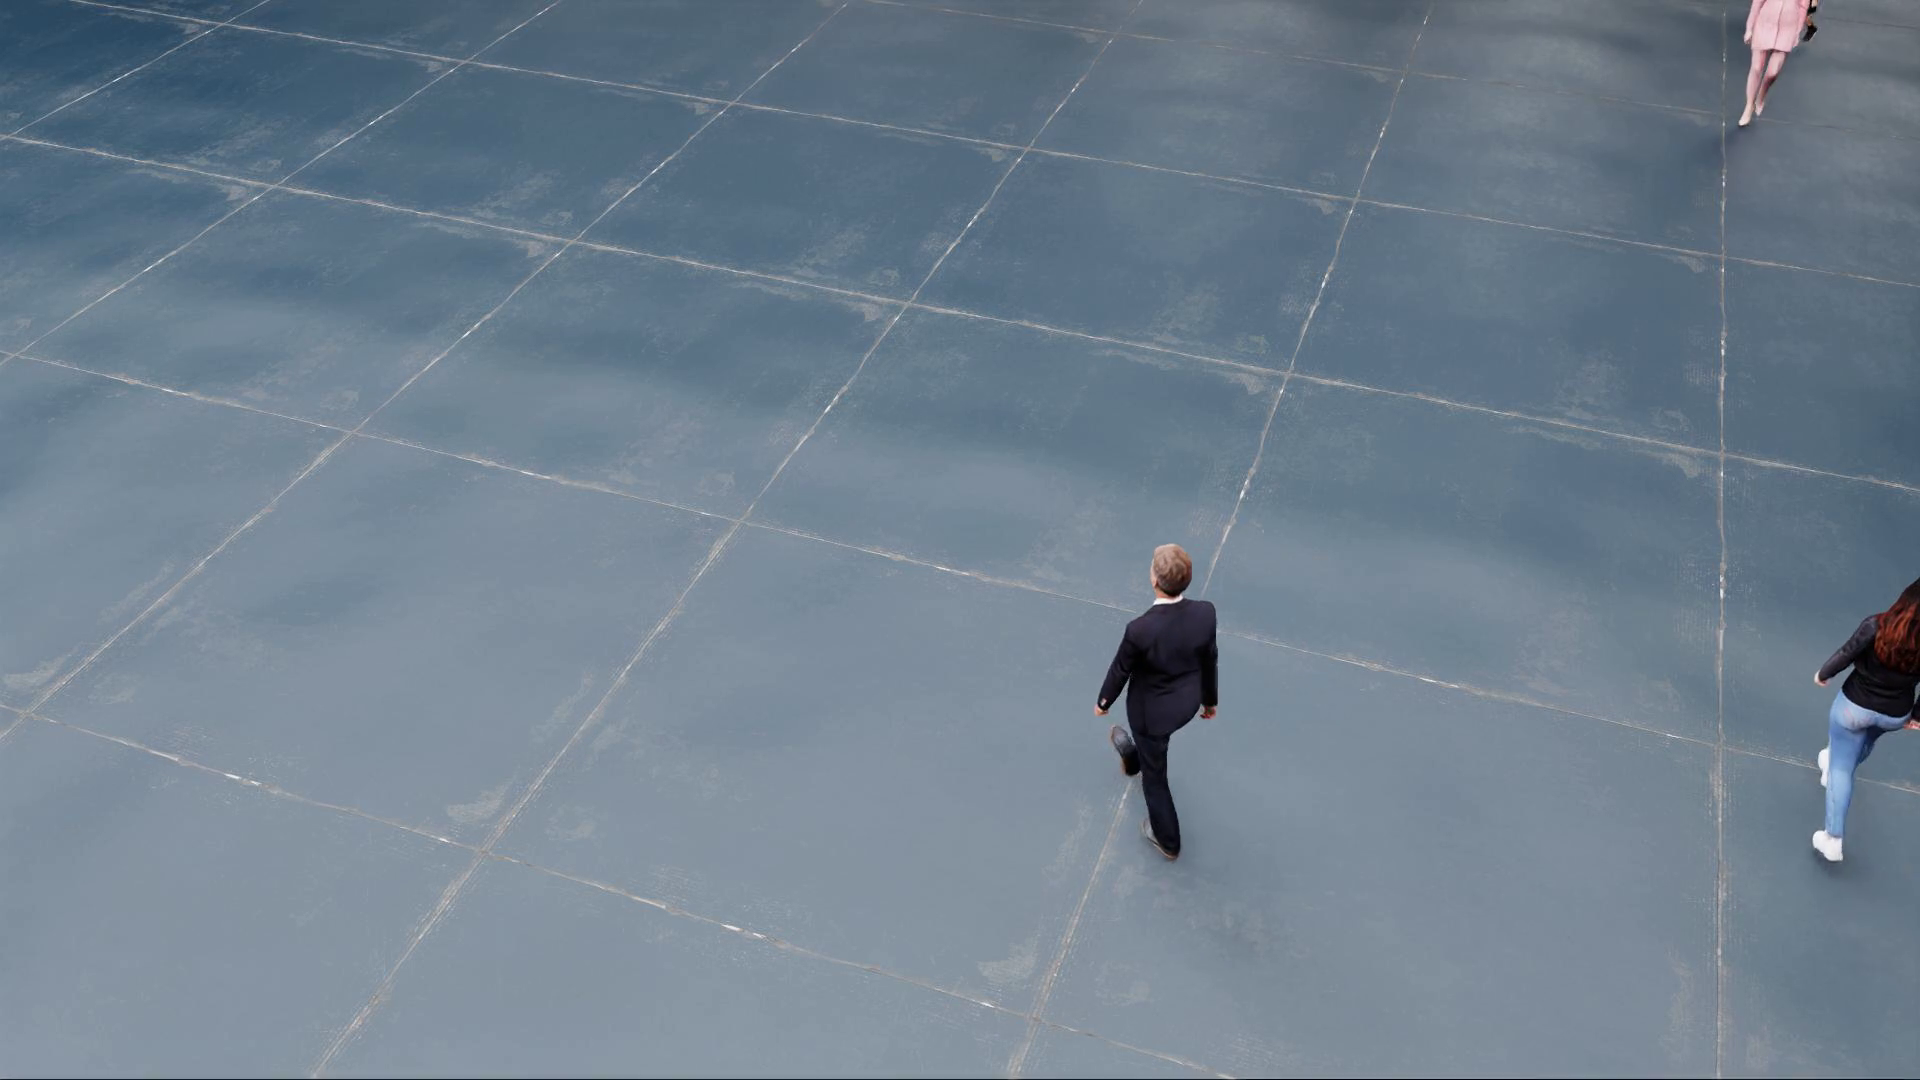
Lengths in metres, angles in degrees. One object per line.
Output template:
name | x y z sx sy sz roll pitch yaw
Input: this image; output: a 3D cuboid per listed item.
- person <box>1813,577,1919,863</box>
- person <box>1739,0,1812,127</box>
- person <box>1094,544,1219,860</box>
person | 4.519 0.885 8.232 0.740 1.597 1.121 8 39 11
person | 7.461 -4.677 15.187 0.683 1.787 0.709 19 42 23
person | 1.023 0.843 8.134 1.142 1.783 1.204 -16 41 -19
